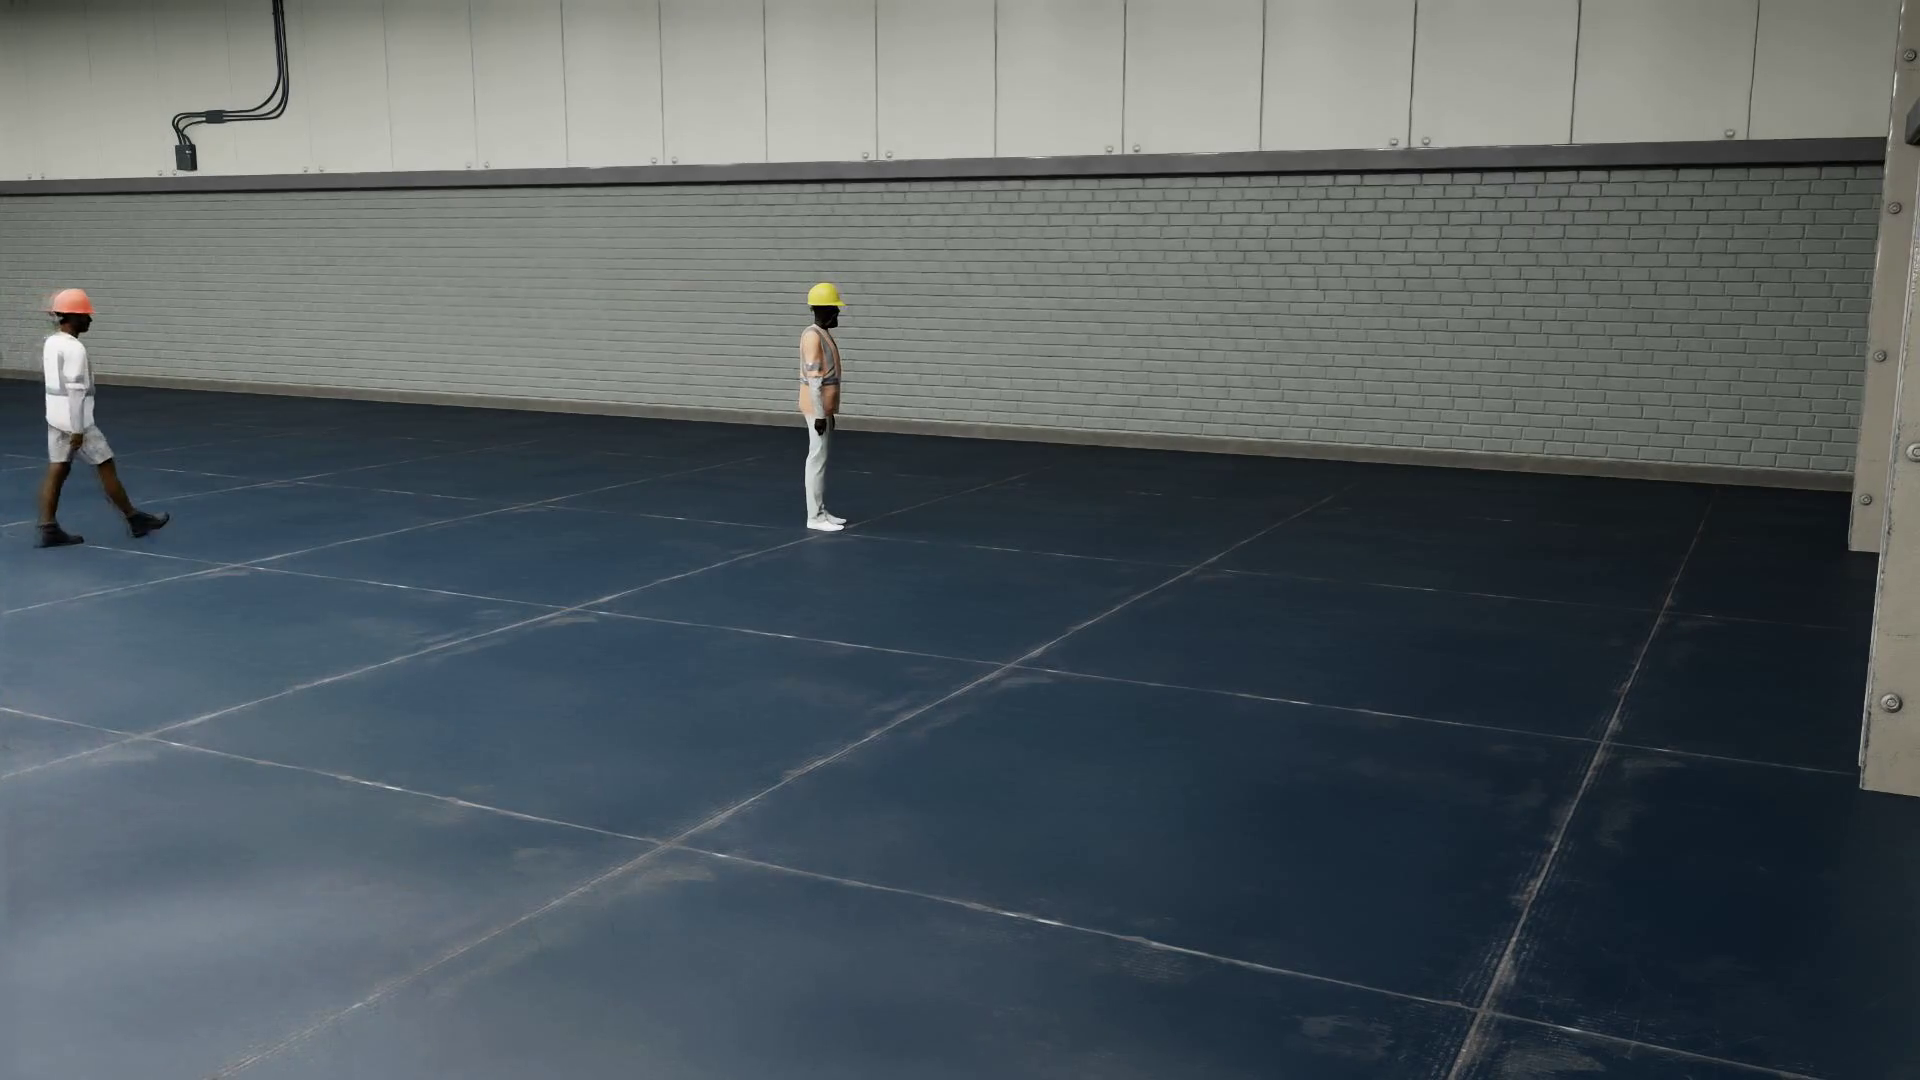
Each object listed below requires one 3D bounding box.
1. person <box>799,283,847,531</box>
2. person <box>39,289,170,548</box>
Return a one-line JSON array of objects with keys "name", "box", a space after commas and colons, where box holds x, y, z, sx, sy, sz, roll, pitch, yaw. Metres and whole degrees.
[{"name": "person", "box": [-1.069, -1.038, 13.011, 0.368, 1.928, 0.585, 0, 10, 1]}, {"name": "person", "box": [-6.484, -0.911, 12.419, 0.549, 1.895, 0.949, 8, 13, 38]}]
